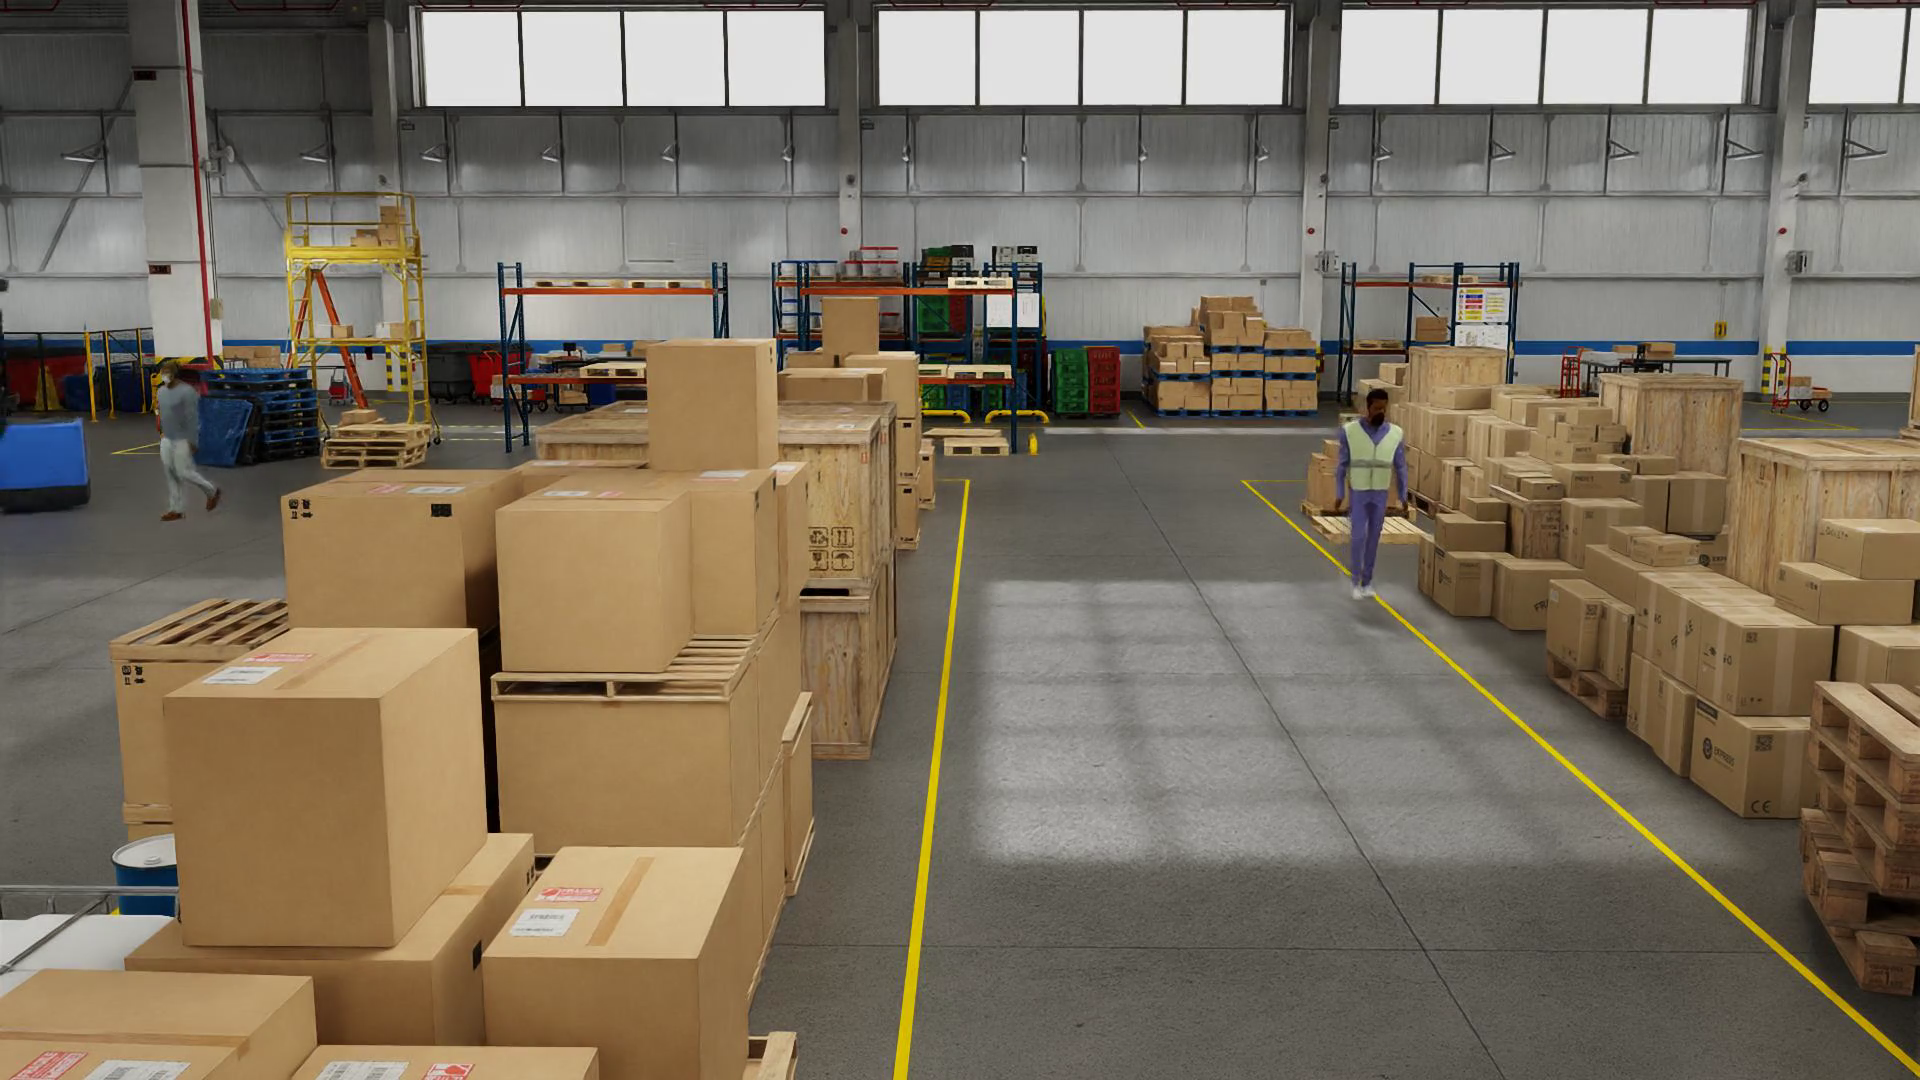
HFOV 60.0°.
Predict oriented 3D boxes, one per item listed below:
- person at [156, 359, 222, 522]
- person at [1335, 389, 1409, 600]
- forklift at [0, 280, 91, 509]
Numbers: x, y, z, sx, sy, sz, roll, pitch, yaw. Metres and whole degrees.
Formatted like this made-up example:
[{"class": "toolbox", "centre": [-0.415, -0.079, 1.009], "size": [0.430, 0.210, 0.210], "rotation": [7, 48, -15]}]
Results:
[{"class": "person", "centre": [-9.186, -1.191, 19.666], "size": [0.629, 1.921, 0.659], "rotation": [5, 11, 27]}, {"class": "person", "centre": [3.734, -0.396, 14.920], "size": [0.627, 1.899, 0.707], "rotation": [-1, 10, -7]}, {"class": "forklift", "centre": [-11.768, -1.774, 20.264], "size": [1.873, 2.768, 1.129], "rotation": [-4, 10, -25]}]
